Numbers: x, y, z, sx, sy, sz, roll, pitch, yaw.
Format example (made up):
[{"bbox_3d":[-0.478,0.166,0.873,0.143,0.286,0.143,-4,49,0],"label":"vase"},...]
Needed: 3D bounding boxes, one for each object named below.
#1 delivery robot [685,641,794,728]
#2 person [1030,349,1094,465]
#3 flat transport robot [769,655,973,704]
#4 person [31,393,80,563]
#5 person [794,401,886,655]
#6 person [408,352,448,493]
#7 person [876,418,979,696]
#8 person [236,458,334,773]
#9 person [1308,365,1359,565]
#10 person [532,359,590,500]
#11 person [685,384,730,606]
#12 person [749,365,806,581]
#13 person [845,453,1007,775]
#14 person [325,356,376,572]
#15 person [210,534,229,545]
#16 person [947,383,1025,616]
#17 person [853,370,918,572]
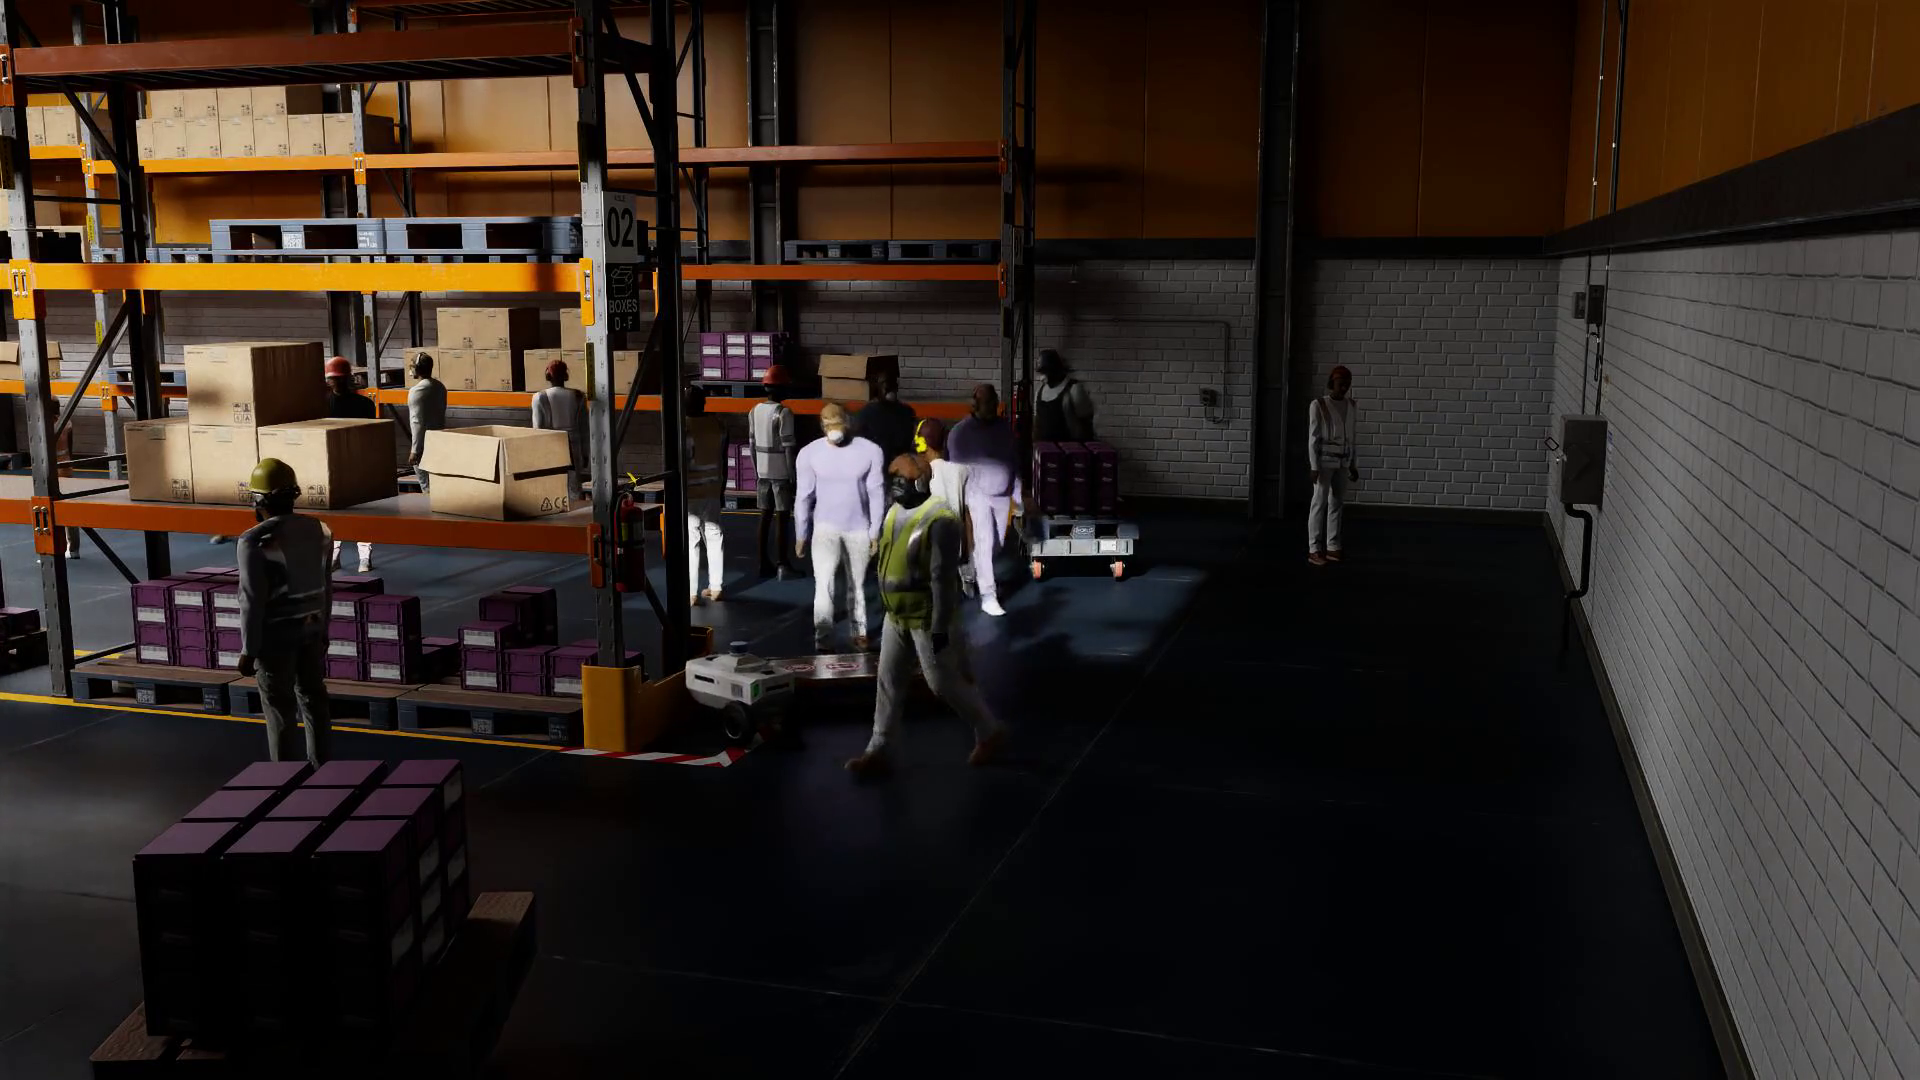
[{"bbox_3d":[-1.330,0.854,10.002,0.707,0.478,0.477,8,13,42],"label":"delivery robot"},{"bbox_3d":[1.005,-0.951,16.771,0.853,2.000,0.702,-6,11,-33],"label":"person"},{"bbox_3d":[-0.682,0.907,10.830,1.431,0.197,0.652,-2,9,-11],"label":"flat transport robot"},{"bbox_3d":[-8.617,-0.594,15.817,0.307,1.641,0.514,2,9,10],"label":"person"},{"bbox_3d":[-0.851,-0.050,11.825,0.649,1.870,0.881,-2,9,-10],"label":"person"},{"bbox_3d":[-5.495,-0.963,17.156,0.372,1.940,0.631,1,9,6],"label":"person"},{"bbox_3d":[-0.219,0.111,10.978,0.965,1.809,0.560,9,13,44],"label":"person"},{"bbox_3d":[-3.515,0.486,8.648,0.404,1.832,0.594,4,10,22],"label":"person"},{"bbox_3d":[3.541,-0.710,15.772,0.573,1.886,0.356,-5,11,-29],"label":"person"},{"bbox_3d":[-4.040,-0.887,16.857,0.584,1.882,0.337,-5,11,-30],"label":"person"},{"bbox_3d":[-2.209,-0.373,13.852,0.429,1.845,0.621,9,13,43],"label":"person"},{"bbox_3d":[-1.639,-0.603,14.973,0.552,1.934,0.364,8,12,41],"label":"person"},{"bbox_3d":[-0.180,0.403,9.237,0.889,1.813,0.647,-6,11,-31],"label":"person"},{"bbox_3d":[-5.676,-0.690,15.323,0.612,1.995,0.382,-1,9,-8],"label":"person"},{"bbox_3d":[-7.498,-0.949,17.170,0.601,1.918,0.921,0,9,0],"label":"person"},{"bbox_3d":[0.175,-0.362,13.673,0.640,1.882,0.839,-7,11,-35],"label":"person"},{"bbox_3d":[-0.700,-0.592,14.998,0.636,1.914,0.910,-6,11,-35],"label":"person"}]
